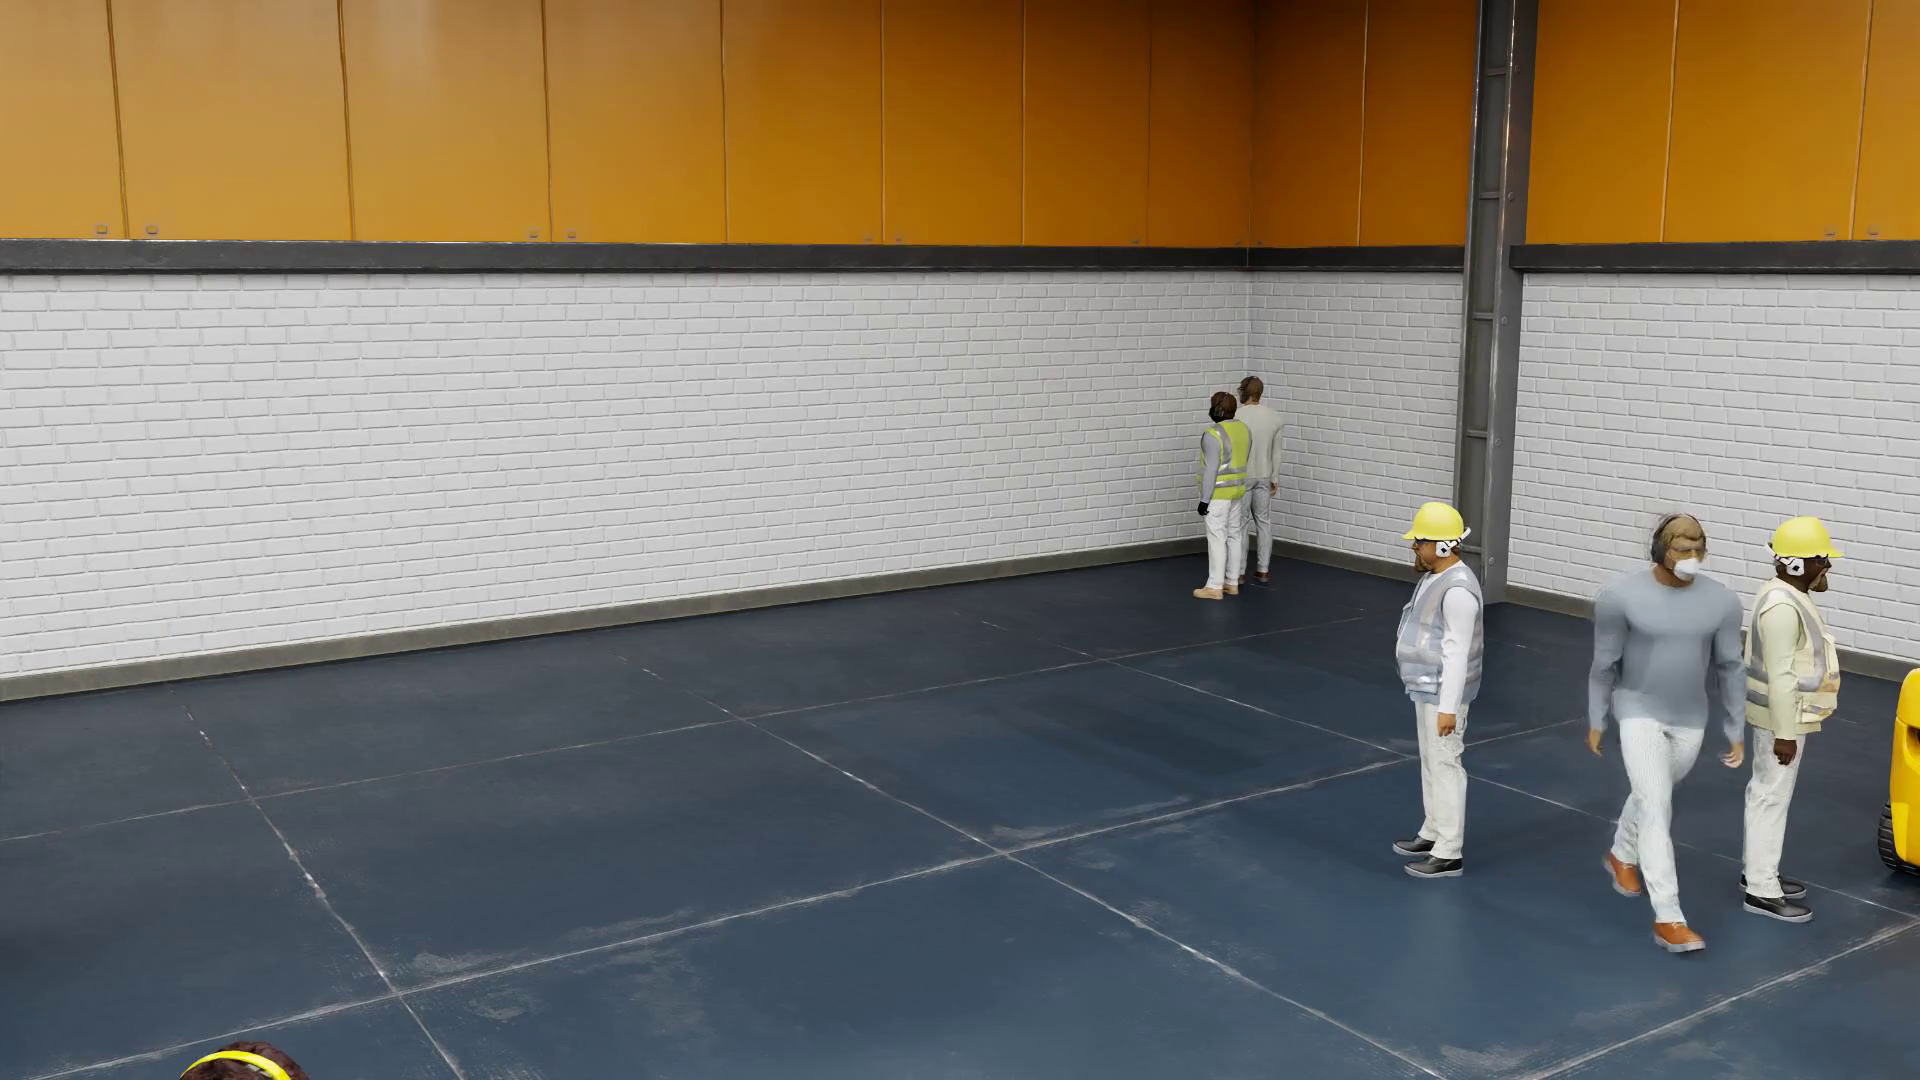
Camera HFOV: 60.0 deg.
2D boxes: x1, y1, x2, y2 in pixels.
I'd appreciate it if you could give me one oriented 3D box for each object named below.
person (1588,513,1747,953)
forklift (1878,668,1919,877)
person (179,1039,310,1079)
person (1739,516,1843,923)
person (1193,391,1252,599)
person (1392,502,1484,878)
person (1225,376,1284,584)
[{"bbox_3d":[3.159,0.804,7.465,0.644,1.883,1.081,0,9,0],"label":"person"},{"bbox_3d":[5.511,0.571,7.906,2.313,2.155,1.214,-6,11,-33],"label":"forklift"},{"bbox_3d":[-1.016,1.632,2.485,0.521,1.873,0.335,0,9,0],"label":"person"},{"bbox_3d":[3.786,0.800,7.610,0.403,1.835,0.588,4,10,24],"label":"person"},{"bbox_3d":[2.319,-0.398,14.800,0.429,1.846,0.625,8,12,41],"label":"person"},{"bbox_3d":[2.326,0.722,8.119,0.403,1.826,0.597,1,9,3],"label":"person"},{"bbox_3d":[2.696,-0.558,15.475,0.631,1.940,0.369,-3,10,-20],"label":"person"}]
